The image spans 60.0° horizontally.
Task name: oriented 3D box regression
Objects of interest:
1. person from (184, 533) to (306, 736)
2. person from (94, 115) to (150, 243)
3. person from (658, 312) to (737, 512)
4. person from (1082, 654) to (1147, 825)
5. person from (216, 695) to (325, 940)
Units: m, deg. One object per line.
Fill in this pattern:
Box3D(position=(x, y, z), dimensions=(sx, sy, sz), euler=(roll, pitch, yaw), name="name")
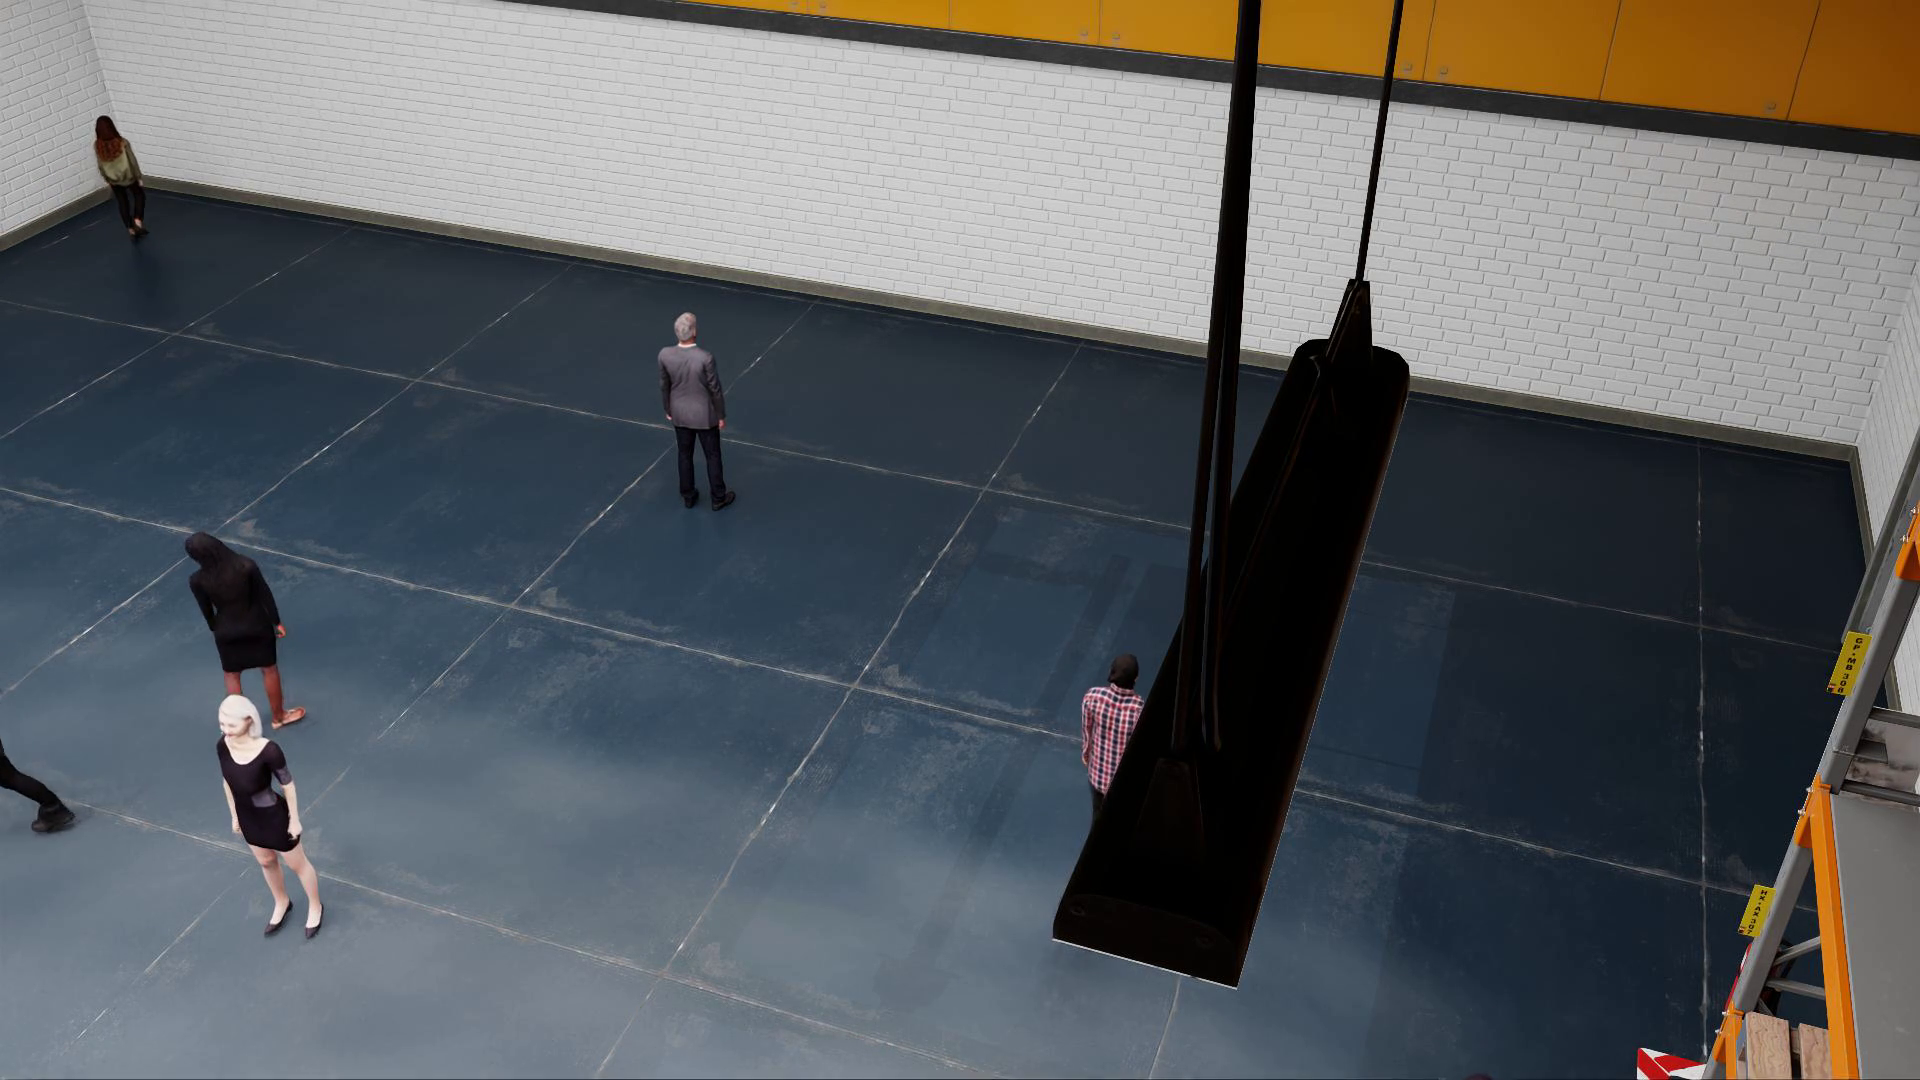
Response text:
Box3D(position=(-4.980, 0.644, 11.672), dimensions=(0.825, 1.700, 0.789), euler=(3, 34, 4), name="person")
Box3D(position=(-9.603, -4.106, 19.028), dimensions=(0.700, 1.467, 0.723), euler=(-5, 34, -8), name="person")
Box3D(position=(-2.252, -1.094, 14.159), dimensions=(0.740, 1.842, 0.634), euler=(7, 34, 11), name="person")
Box3D(position=(0.955, 1.471, 10.383), dimensions=(0.679, 1.749, 0.594), euler=(13, 36, 18), name="person")
Box3D(position=(-4.171, 1.666, 10.016), dimensions=(0.621, 1.831, 0.554), euler=(6, 34, 9), name="person")
